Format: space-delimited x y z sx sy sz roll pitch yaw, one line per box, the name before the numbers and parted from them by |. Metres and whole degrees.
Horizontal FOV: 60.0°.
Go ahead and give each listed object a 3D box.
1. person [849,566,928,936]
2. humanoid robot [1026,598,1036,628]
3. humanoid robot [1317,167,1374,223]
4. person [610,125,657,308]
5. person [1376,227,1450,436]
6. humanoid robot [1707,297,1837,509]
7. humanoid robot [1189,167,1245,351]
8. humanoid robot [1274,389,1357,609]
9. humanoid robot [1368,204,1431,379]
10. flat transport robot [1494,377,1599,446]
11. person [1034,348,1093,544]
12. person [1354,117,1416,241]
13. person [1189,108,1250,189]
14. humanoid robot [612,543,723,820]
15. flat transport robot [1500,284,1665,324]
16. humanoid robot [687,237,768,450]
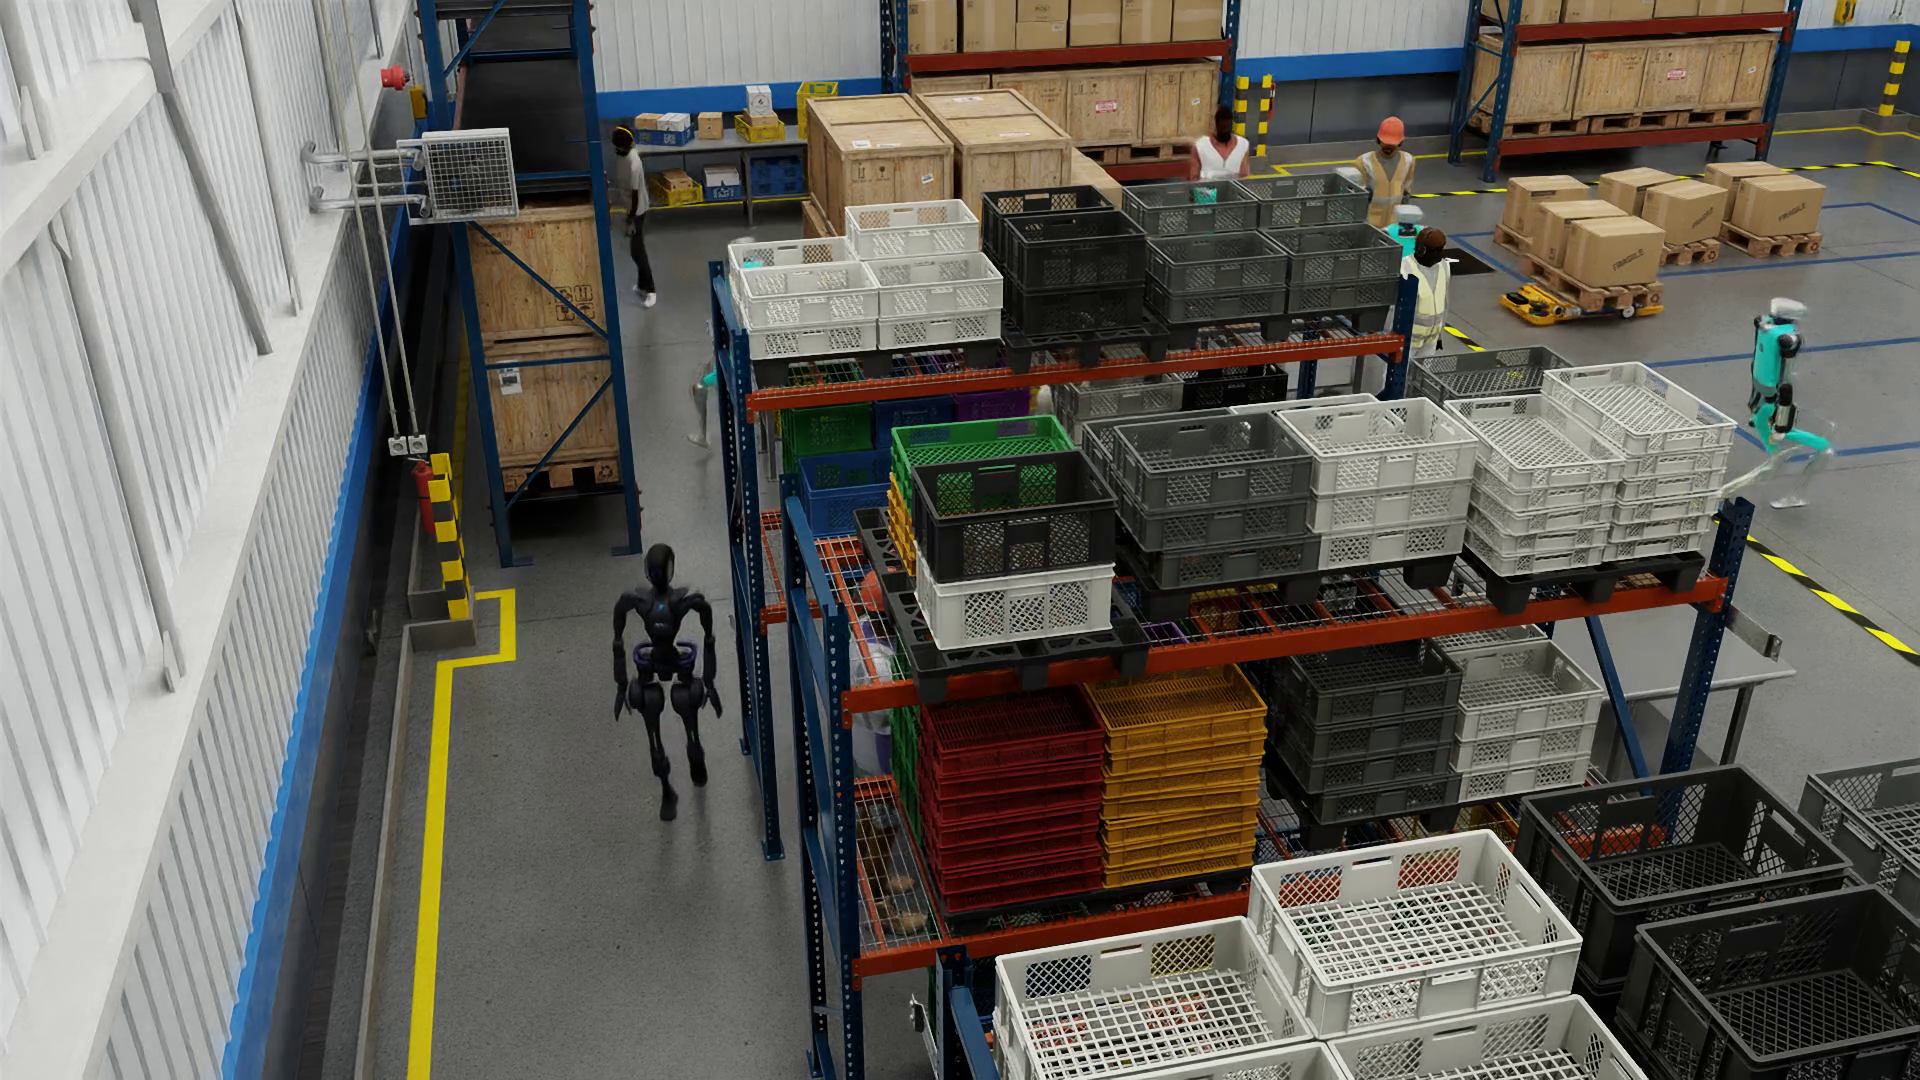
person | -0.352 1.023 8.205 0.392 2.042 0.609 -5 28 -9
humanoid robot | 0.218 0.945 8.810 0.620 1.642 0.613 0 28 -1
humanoid robot | 3.543 -2.401 15.119 0.530 1.860 0.761 -6 28 -12
person | -3.276 -3.267 16.579 0.335 1.832 0.671 -9 29 -17
person | 3.687 -1.644 13.493 0.629 1.835 0.429 -14 31 -24
humanoid robot | 6.104 -0.946 12.263 1.033 1.730 0.543 0 28 0
humanoid robot | 2.543 -2.642 15.503 0.927 1.782 0.547 -20 34 -32
humanoid robot | 2.381 -0.261 11.071 0.754 1.628 0.593 -14 31 -24
humanoid robot | 3.765 -1.889 14.048 0.530 1.778 0.744 -6 28 -12
flat transport robot | 4.780 -1.036 14.013 0.659 0.231 1.431 -6 28 -12
person | 0.737 -0.505 11.330 0.502 1.835 0.342 -11 30 -20
person | 4.019 -3.031 15.905 0.613 2.033 0.391 -5 28 -10
person | 2.610 -3.413 16.780 0.585 1.896 0.496 -7 29 -13
humanoid robot | -1.605 0.752 9.105 0.595 1.643 0.424 -3 28 -6
flat transport robot | 6.208 -2.404 16.578 1.431 0.197 0.652 -6 28 -12
humanoid robot | -1.934 -1.530 13.426 1.024 1.776 0.537 -12 30 -22
